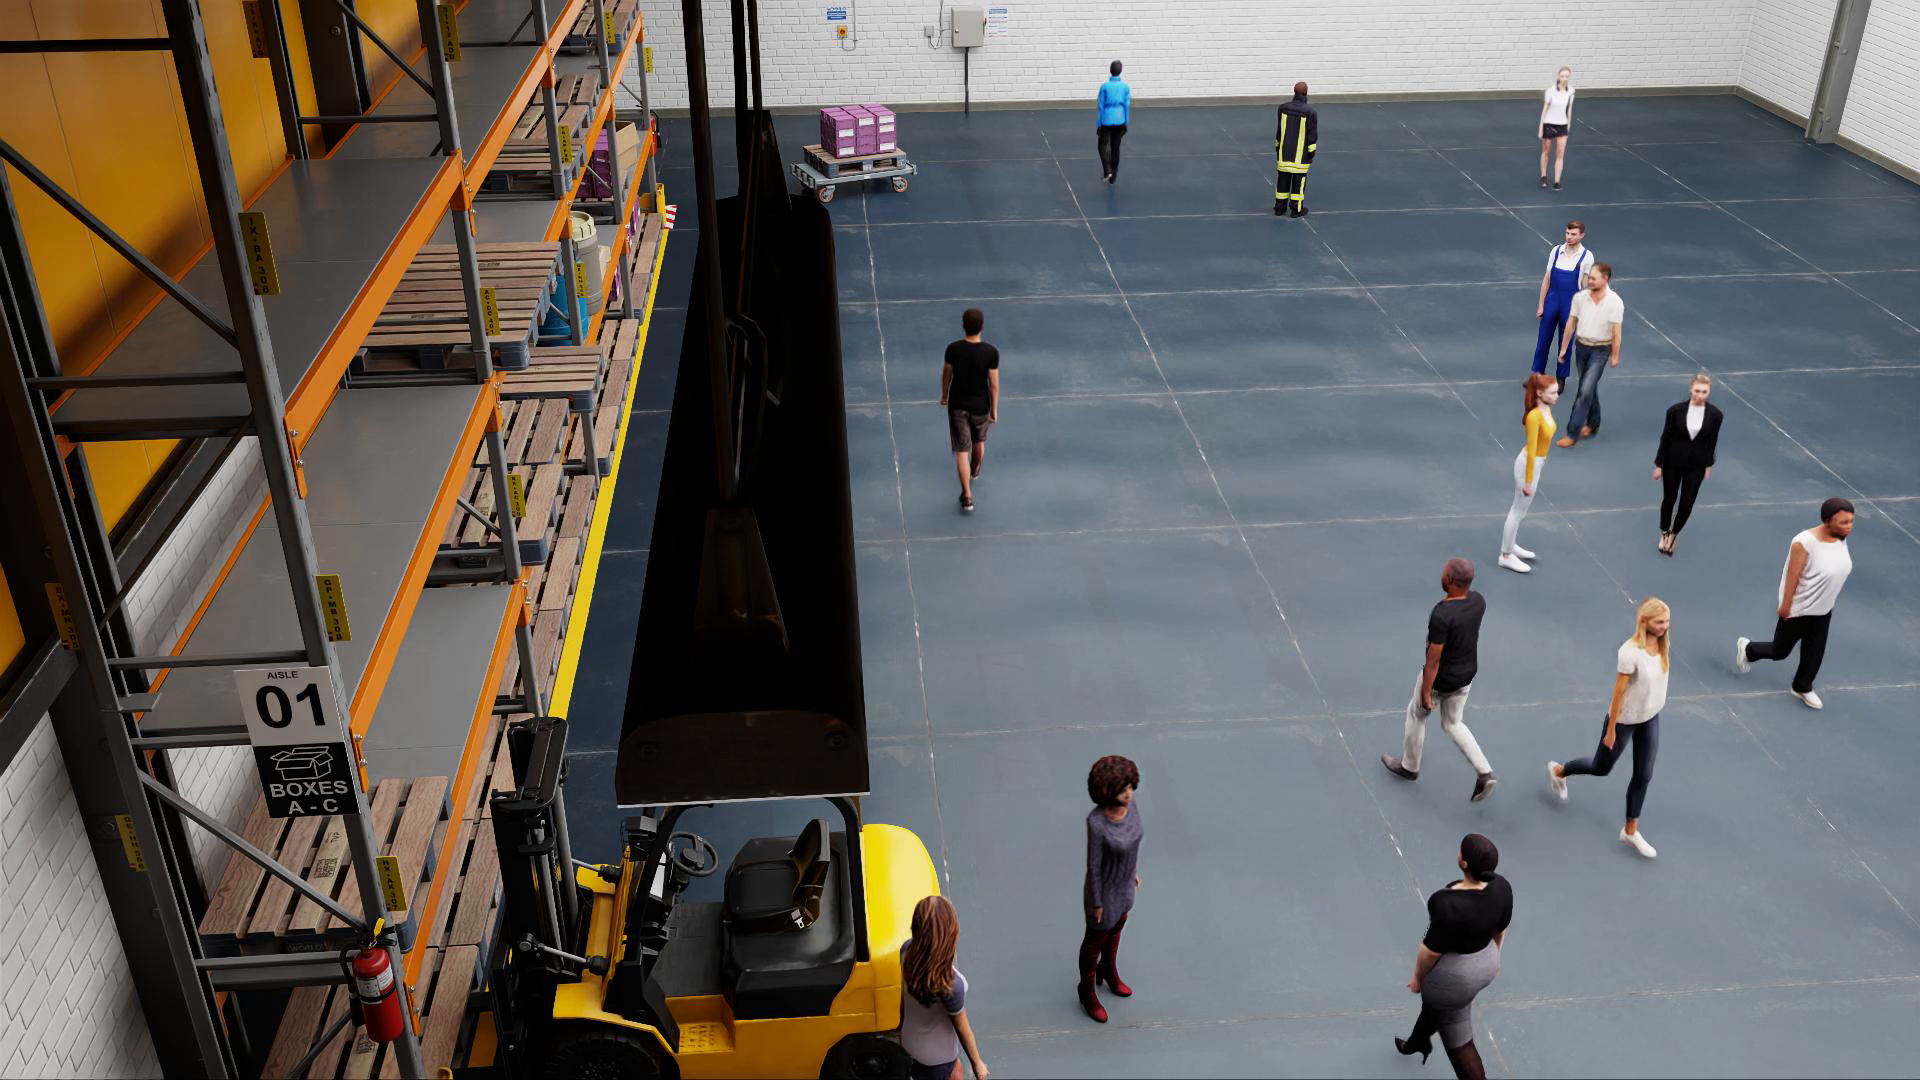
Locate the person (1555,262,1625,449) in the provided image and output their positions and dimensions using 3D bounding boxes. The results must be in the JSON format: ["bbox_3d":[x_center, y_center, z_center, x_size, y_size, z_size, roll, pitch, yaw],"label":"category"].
[{"bbox_3d":[6.252,-1.857,16.273,1.058,1.823,1.098,-20,34,-32],"label":"person"}]

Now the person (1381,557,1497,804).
[{"bbox_3d":[3.333,0.971,11.139,0.965,1.774,1.173,-19,34,-31],"label":"person"}]

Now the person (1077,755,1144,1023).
[{"bbox_3d":[0.841,1.953,9.405,0.714,1.711,0.653,22,35,34],"label":"person"}]

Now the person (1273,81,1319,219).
[{"bbox_3d":[4.560,-5.330,22.642,0.864,1.821,0.903,18,33,30],"label":"person"}]

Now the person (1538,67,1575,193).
[{"bbox_3d":[8.487,-5.892,23.776,0.743,1.721,1.043,3,29,6],"label":"person"}]

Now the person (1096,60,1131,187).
[{"bbox_3d":[2.190,-5.930,23.782,0.628,1.782,0.687,-3,29,-6],"label":"person"}]

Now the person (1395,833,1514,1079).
[{"bbox_3d":[2.670,2.336,8.690,0.974,1.724,1.180,-17,33,-28],"label":"person"}]

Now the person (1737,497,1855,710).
[{"bbox_3d":[6.212,0.421,12.259,0.852,1.667,1.017,-14,32,-24],"label":"person"}]

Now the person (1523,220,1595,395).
[{"bbox_3d":[6.283,-2.450,17.331,0.721,1.850,0.767,19,34,31],"label":"person"}]

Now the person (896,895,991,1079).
[{"bbox_3d":[-0.230,2.578,8.309,1.020,1.663,1.123,-14,32,-24],"label":"person"}]

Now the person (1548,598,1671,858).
[{"bbox_3d":[4.280,1.147,10.808,0.906,1.782,1.197,-15,32,-25],"label":"person"}]

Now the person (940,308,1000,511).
[{"bbox_3d":[0.074,-1.146,14.980,0.729,1.812,1.181,-1,29,-1],"label":"person"}]

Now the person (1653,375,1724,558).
[{"bbox_3d":[6.179,-0.653,14.209,0.740,1.686,0.751,10,30,18],"label":"person"}]

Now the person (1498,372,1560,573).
[{"bbox_3d":[4.795,-0.587,14.022,0.739,1.749,0.637,14,31,23],"label":"person"}]
